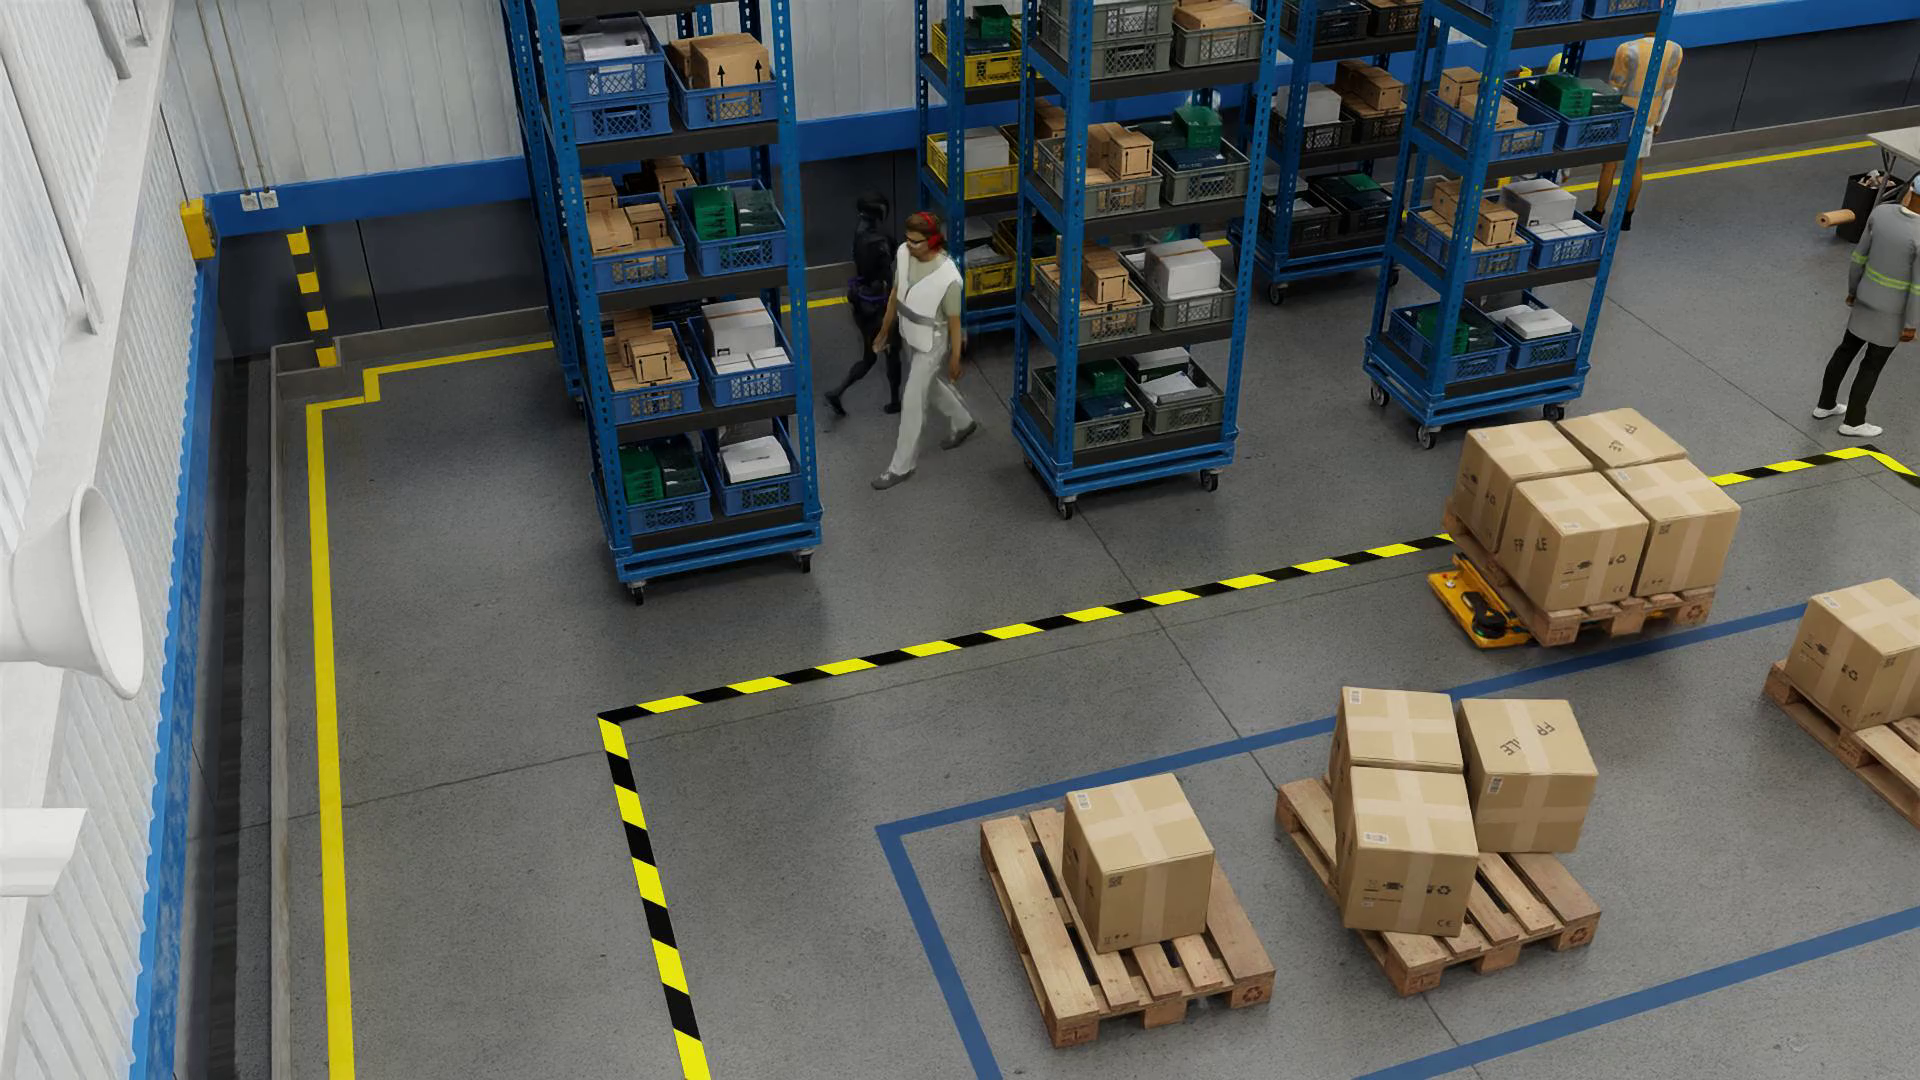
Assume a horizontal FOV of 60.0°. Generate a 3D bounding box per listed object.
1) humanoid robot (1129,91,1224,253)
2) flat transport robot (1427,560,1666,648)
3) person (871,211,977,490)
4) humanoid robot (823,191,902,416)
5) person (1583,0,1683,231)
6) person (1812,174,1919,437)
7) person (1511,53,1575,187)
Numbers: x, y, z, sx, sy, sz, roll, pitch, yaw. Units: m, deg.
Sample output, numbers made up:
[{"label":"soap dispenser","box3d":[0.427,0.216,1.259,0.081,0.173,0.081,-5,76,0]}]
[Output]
[{"label":"humanoid robot","box3d":[1.571,-2.520,12.370,1.054,1.732,0.565,15,38,20]},{"label":"flat transport robot","box3d":[3.528,0.262,9.660,1.431,0.197,0.652,-8,36,-11]},{"label":"person","box3d":[-0.220,-1.251,10.498,0.905,1.799,0.579,-21,40,-27]},{"label":"humanoid robot","box3d":[-0.608,-1.535,11.042,0.655,1.644,0.609,-16,38,-21]},{"label":"person","box3d":[5.470,-3.458,13.526,0.537,1.929,0.399,-2,35,-3]},{"label":"person","box3d":[6.067,-1.553,10.884,0.388,1.849,0.597,-10,37,-14]},{"label":"person","box3d":[4.508,-2.919,12.913,0.490,1.743,0.295,16,38,21]}]
